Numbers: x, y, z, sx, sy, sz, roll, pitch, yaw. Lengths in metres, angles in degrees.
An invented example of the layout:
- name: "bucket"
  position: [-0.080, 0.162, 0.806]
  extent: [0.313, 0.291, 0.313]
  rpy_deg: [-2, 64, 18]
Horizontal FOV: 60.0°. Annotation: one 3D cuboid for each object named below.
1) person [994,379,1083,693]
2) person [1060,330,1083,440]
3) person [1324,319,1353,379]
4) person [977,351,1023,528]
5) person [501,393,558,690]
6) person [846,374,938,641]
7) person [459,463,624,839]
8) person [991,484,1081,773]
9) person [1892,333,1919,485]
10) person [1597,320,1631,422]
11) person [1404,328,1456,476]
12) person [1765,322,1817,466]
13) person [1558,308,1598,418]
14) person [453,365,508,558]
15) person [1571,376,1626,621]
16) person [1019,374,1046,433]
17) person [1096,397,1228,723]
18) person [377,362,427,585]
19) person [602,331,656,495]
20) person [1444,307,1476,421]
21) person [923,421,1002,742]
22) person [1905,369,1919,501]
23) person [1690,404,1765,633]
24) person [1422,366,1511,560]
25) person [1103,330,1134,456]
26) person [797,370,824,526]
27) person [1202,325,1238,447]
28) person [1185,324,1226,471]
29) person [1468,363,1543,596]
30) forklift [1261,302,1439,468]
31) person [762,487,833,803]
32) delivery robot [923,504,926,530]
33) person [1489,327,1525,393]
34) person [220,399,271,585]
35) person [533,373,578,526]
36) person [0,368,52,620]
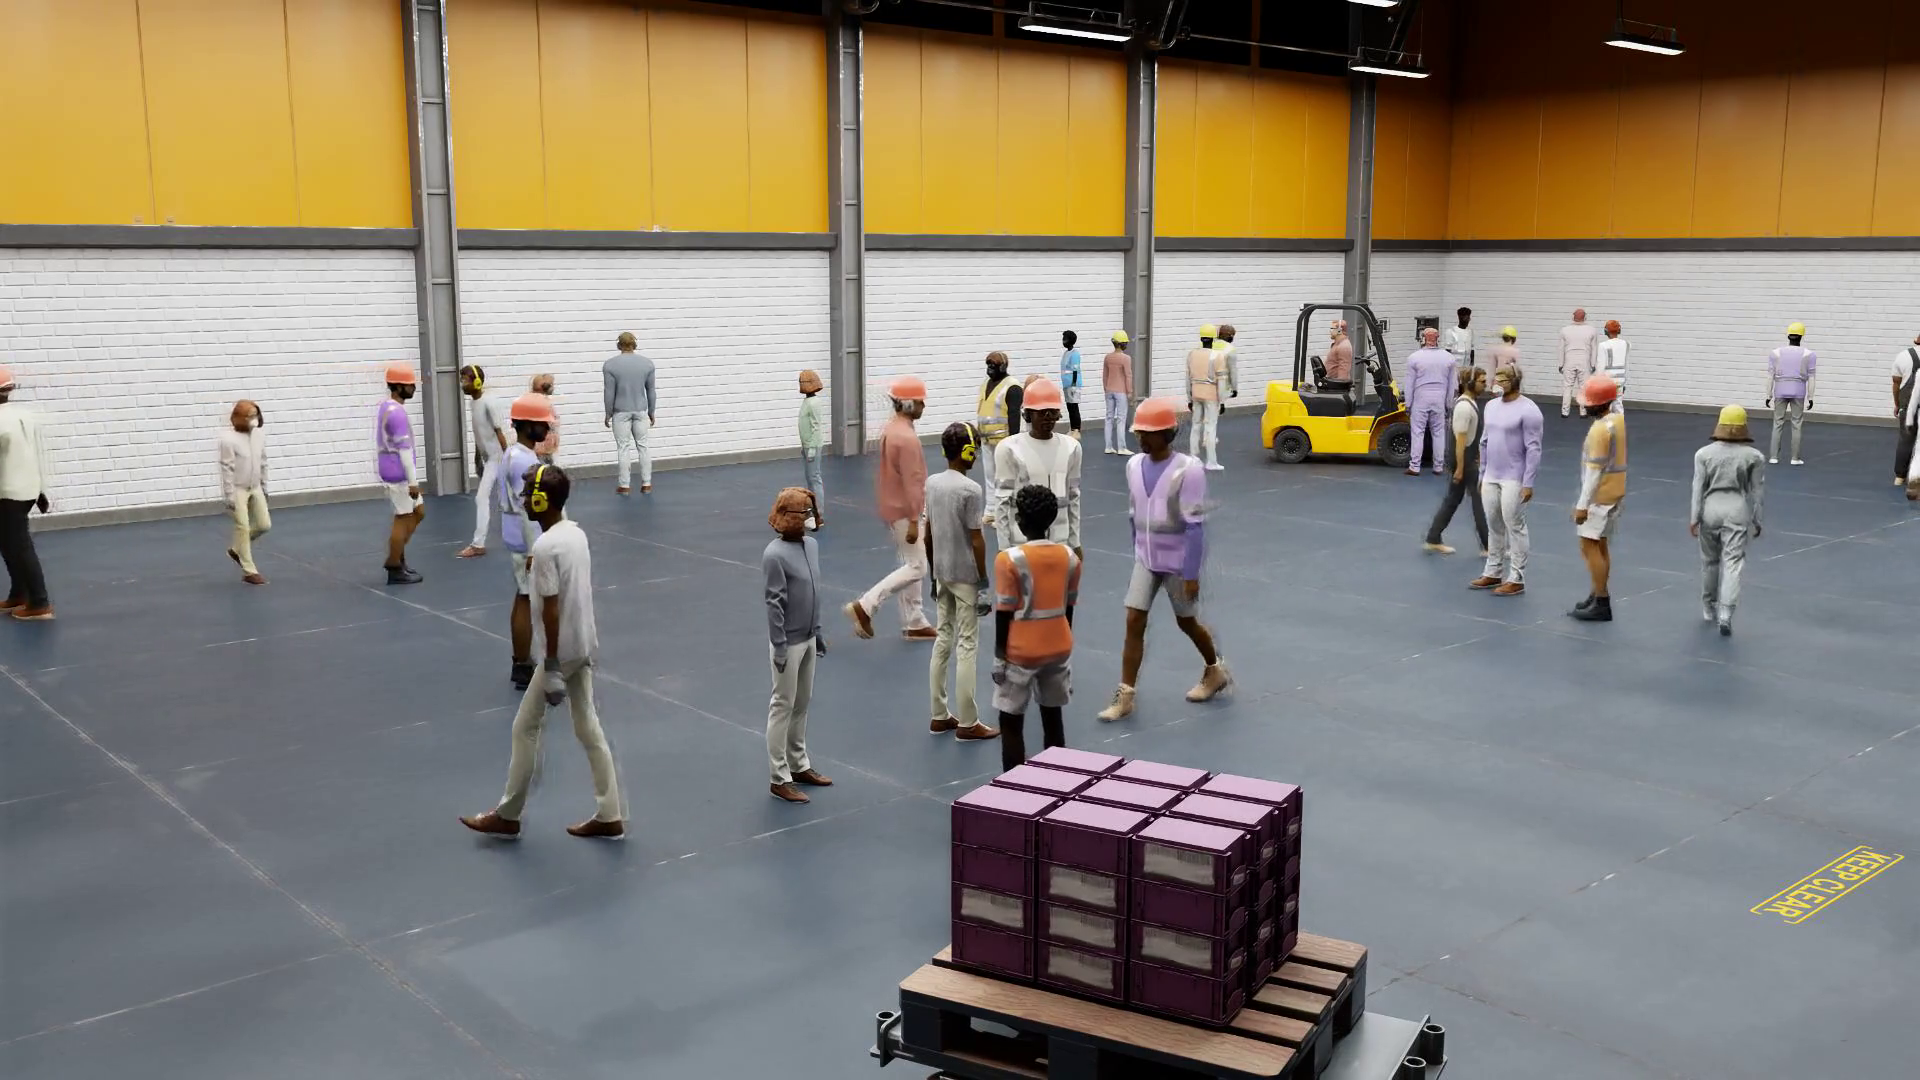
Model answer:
- name: "person"
  position: [0.517, -0.009, 10.633]
  extent: [0.605, 2.044, 0.374]
  rpy_deg: [-4, 11, -23]
- name: "person"
  position: [1.698, -2.364, 25.459]
  extent: [0.321, 1.691, 0.537]
  rpy_deg: [-2, 10, -14]
- name: "person"
  position: [5.424, -2.216, 23.948]
  extent: [0.407, 1.910, 0.639]
  rpy_deg: [2, 10, 9]
- name: "person"
  position: [0.390, -1.038, 17.276]
  extent: [0.429, 1.841, 0.626]
  rpy_deg: [-6, 12, -33]
- name: "person"
  position: [-2.788, 0.007, 10.854]
  extent: [0.378, 1.932, 0.551]
  rpy_deg: [-3, 10, -19]
- name: "person"
  position: [-0.448, -0.208, 11.999]
  extent: [0.707, 1.972, 0.629]
  rpy_deg: [-3, 10, -17]
- name: "person"
  position: [-2.027, 0.549, 7.972]
  extent: [0.880, 1.834, 0.551]
  rpy_deg: [2, 10, 12]
- name: "person"
  position: [0.375, 0.568, 8.290]
  extent: [0.542, 1.691, 0.322]
  rpy_deg: [-8, 12, -38]
- name: "person"
  position: [11.799, -1.667, 20.344]
  extent: [0.535, 2.000, 0.685]
  rpy_deg: [-8, 12, -39]
- name: "person"
  position: [9.588, -2.298, 24.492]
  extent: [0.572, 1.886, 0.355]
  rpy_deg: [-4, 10, -21]
- name: "person"
  position: [6.009, -1.768, 21.361]
  extent: [0.645, 1.899, 0.403]
  rpy_deg: [-1, 10, -6]
- name: "person"
  position: [11.192, -1.965, 22.422]
  extent: [0.595, 1.925, 0.372]
  rpy_deg: [6, 11, 32]
- name: "person"
  position: [10.730, -3.064, 28.906]
  extent: [0.642, 1.912, 0.409]
  rpy_deg: [4, 10, 22]
- name: "person"
  position: [-4.428, -0.754, 15.744]
  extent: [0.834, 1.808, 0.552]
  rpy_deg: [-6, 11, -31]
- name: "person"
  position: [4.970, -0.319, 12.885]
  extent: [0.388, 1.898, 0.640]
  rpy_deg: [7, 12, 37]
- name: "person"
  position: [0.741, -0.840, 16.684]
  extent: [0.307, 1.637, 0.512]
  rpy_deg: [-2, 10, -12]
- name: "person"
  position: [1.313, 0.100, 10.223]
  extent: [1.044, 1.991, 0.620]
  rpy_deg: [-9, 13, -44]
- name: "person"
  position: [-4.782, -0.565, 14.251]
  extent: [0.434, 1.916, 0.567]
  rpy_deg: [-5, 11, -26]
- name: "person"
  position: [-3.896, -1.495, 19.639]
  extent: [0.635, 1.936, 0.353]
  rpy_deg: [-5, 11, -27]
- name: "person"
  position: [8.545, -3.004, 28.439]
  extent: [0.600, 1.958, 0.383]
  rpy_deg: [-3, 10, -18]
- name: "person"
  position: [0.004, 0.242, 9.692]
  extent: [0.329, 1.864, 0.508]
  rpy_deg: [-9, 13, -41]
- name: "person"
  position: [10.981, -1.301, 18.710]
  extent: [0.618, 1.866, 0.558]
  rpy_deg: [9, 13, 42]
- name: "person"
  position: [5.794, -0.174, 12.580]
  extent: [0.495, 1.710, 0.859]
  rpy_deg: [5, 11, 26]
- name: "person"
  position: [4.771, -0.726, 15.537]
  extent: [0.837, 1.809, 0.517]
  rpy_deg: [2, 10, 11]
- name: "person"
  position: [2.245, -2.081, 23.569]
  extent: [0.327, 1.769, 0.525]
  rpy_deg: [-8, 12, -39]
- name: "person"
  position: [-1.571, -0.957, 17.377]
  extent: [0.283, 1.633, 0.500]
  rpy_deg: [-3, 10, -17]
- name: "person"
  position: [3.861, -2.277, 24.597]
  extent: [0.592, 1.808, 0.659]
  rpy_deg: [-7, 12, -37]
- name: "person"
  position: [3.239, -1.875, 21.887]
  extent: [0.591, 1.930, 0.353]
  rpy_deg: [8, 13, 40]
- name: "person"
  position: [4.547, -0.505, 13.840]
  extent: [0.352, 1.937, 0.635]
  rpy_deg: [-4, 11, -23]
- name: "forklift"
  position: [5.320, -2.157, 22.763]
  extent: [2.313, 2.155, 1.214]
  rpy_deg: [3, 10, 16]
- name: "person"
  position: [-0.851, 0.532, 8.664]
  extent: [0.286, 1.633, 0.500]
  rpy_deg: [4, 10, 20]
- name: "delivery robot"
  position: [-0.312, -0.259, 16.172]
  extent: [0.477, 0.478, 0.707]
  rpy_deg: [1, 10, 8]
- name: "person"
  position: [8.516, -2.440, 25.793]
  extent: [0.894, 1.712, 0.545]
  rpy_deg: [-6, 11, -32]
- name: "person"
  position: [-6.149, -0.412, 14.243]
  extent: [0.501, 1.608, 0.511]
  rpy_deg: [4, 11, 24]
- name: "person"
  position: [-4.369, -0.917, 17.210]
  extent: [0.680, 1.620, 0.520]
  rpy_deg: [-6, 11, -30]
- name: "person"
  position: [-7.388, -0.350, 12.822]
  extent: [0.692, 1.968, 0.632]
  rpy_deg: [0, 10, -2]
